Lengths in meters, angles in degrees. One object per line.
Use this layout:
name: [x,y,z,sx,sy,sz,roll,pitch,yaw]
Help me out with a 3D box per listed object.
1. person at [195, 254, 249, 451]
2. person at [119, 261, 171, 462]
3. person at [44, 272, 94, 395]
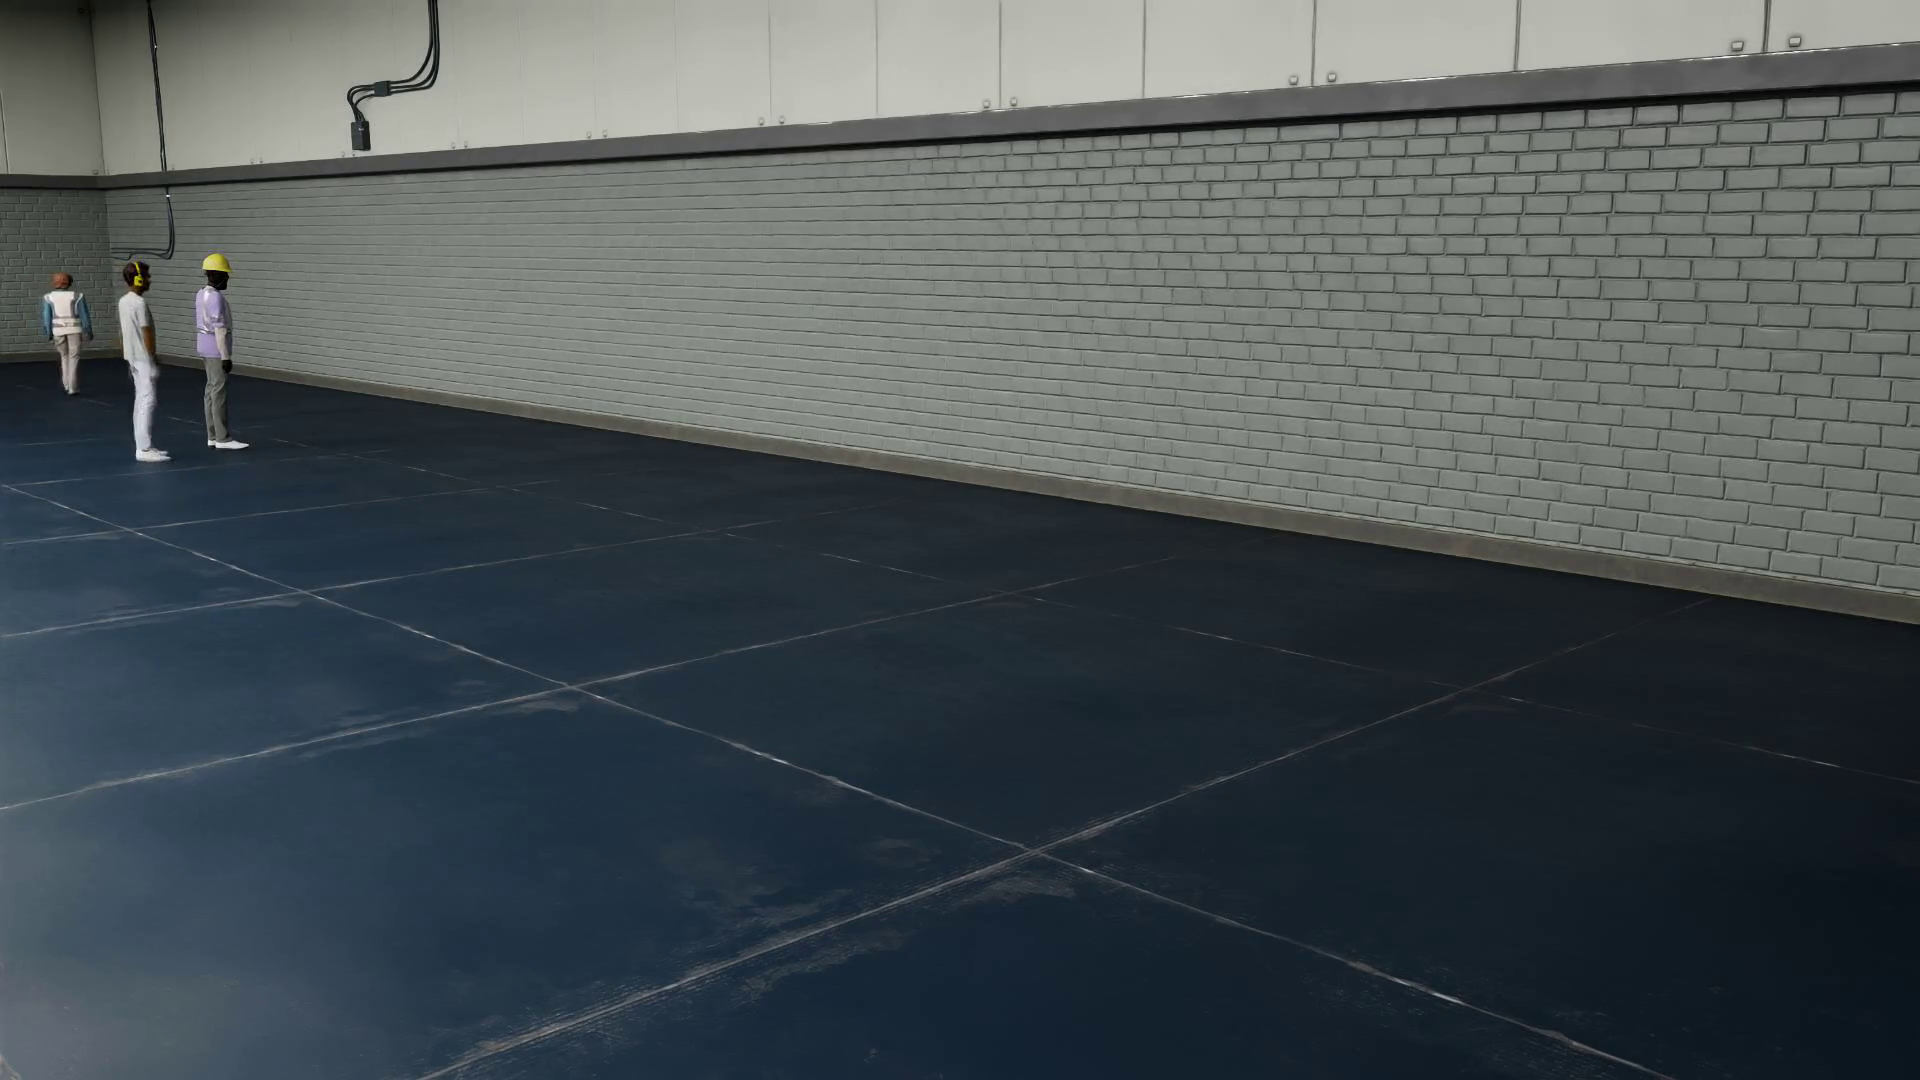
person: [-7.354,-1.862,16.506,0.383,1.922,0.587,-7,13,-35]
person: [-7.713,-1.690,15.722,0.530,1.871,0.318,10,14,42]
person: [-11.845,-2.747,22.157,0.518,1.616,0.626,-1,10,-7]
